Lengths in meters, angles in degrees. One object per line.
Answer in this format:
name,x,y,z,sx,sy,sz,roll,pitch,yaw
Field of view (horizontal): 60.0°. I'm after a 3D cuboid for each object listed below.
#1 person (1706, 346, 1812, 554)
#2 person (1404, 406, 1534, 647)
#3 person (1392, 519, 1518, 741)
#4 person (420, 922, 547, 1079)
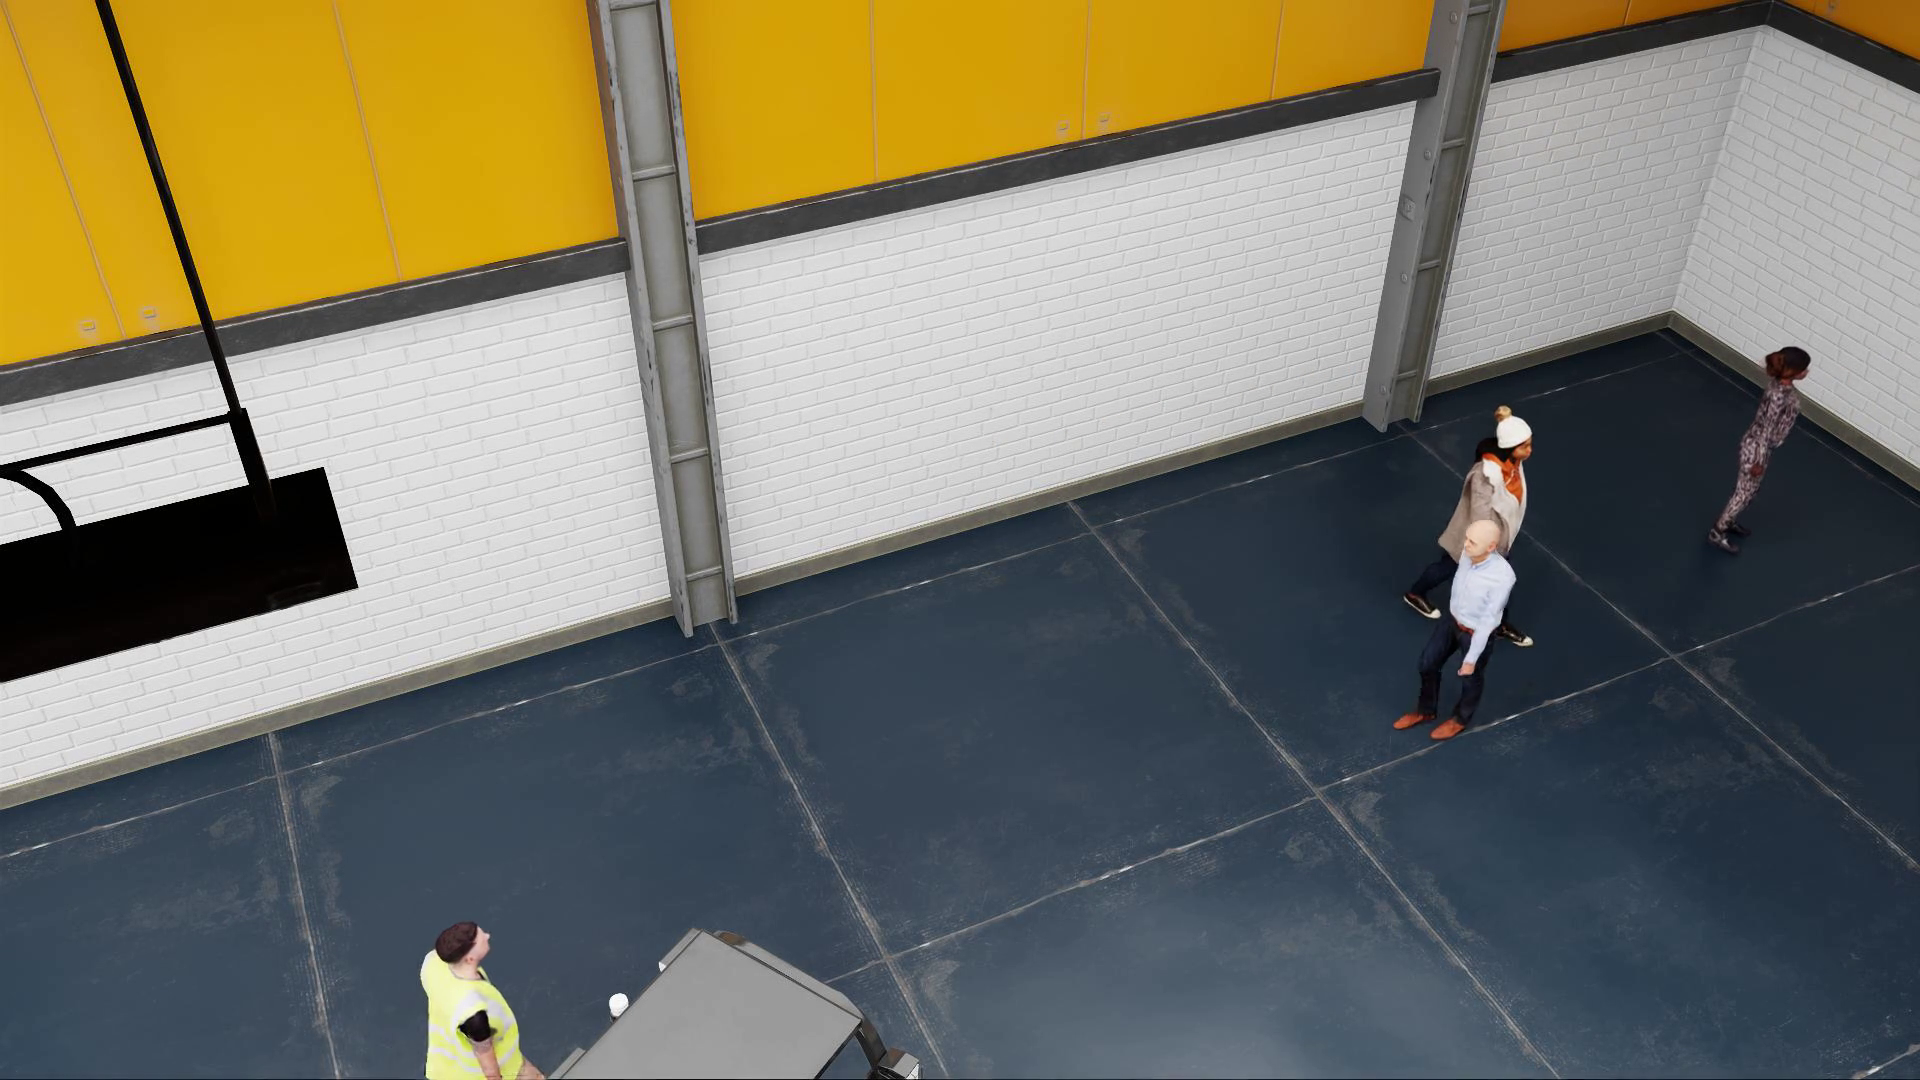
person,5.812,-0.658,12.114,0.739,1.712,0.657,20,43,23
person,3.467,-0.119,11.337,1.075,1.840,1.224,29,47,31
person,3.294,0.571,10.526,0.707,1.773,0.651,-19,42,-22
person,-2.370,2.525,8.036,0.845,1.827,0.925,32,48,33
